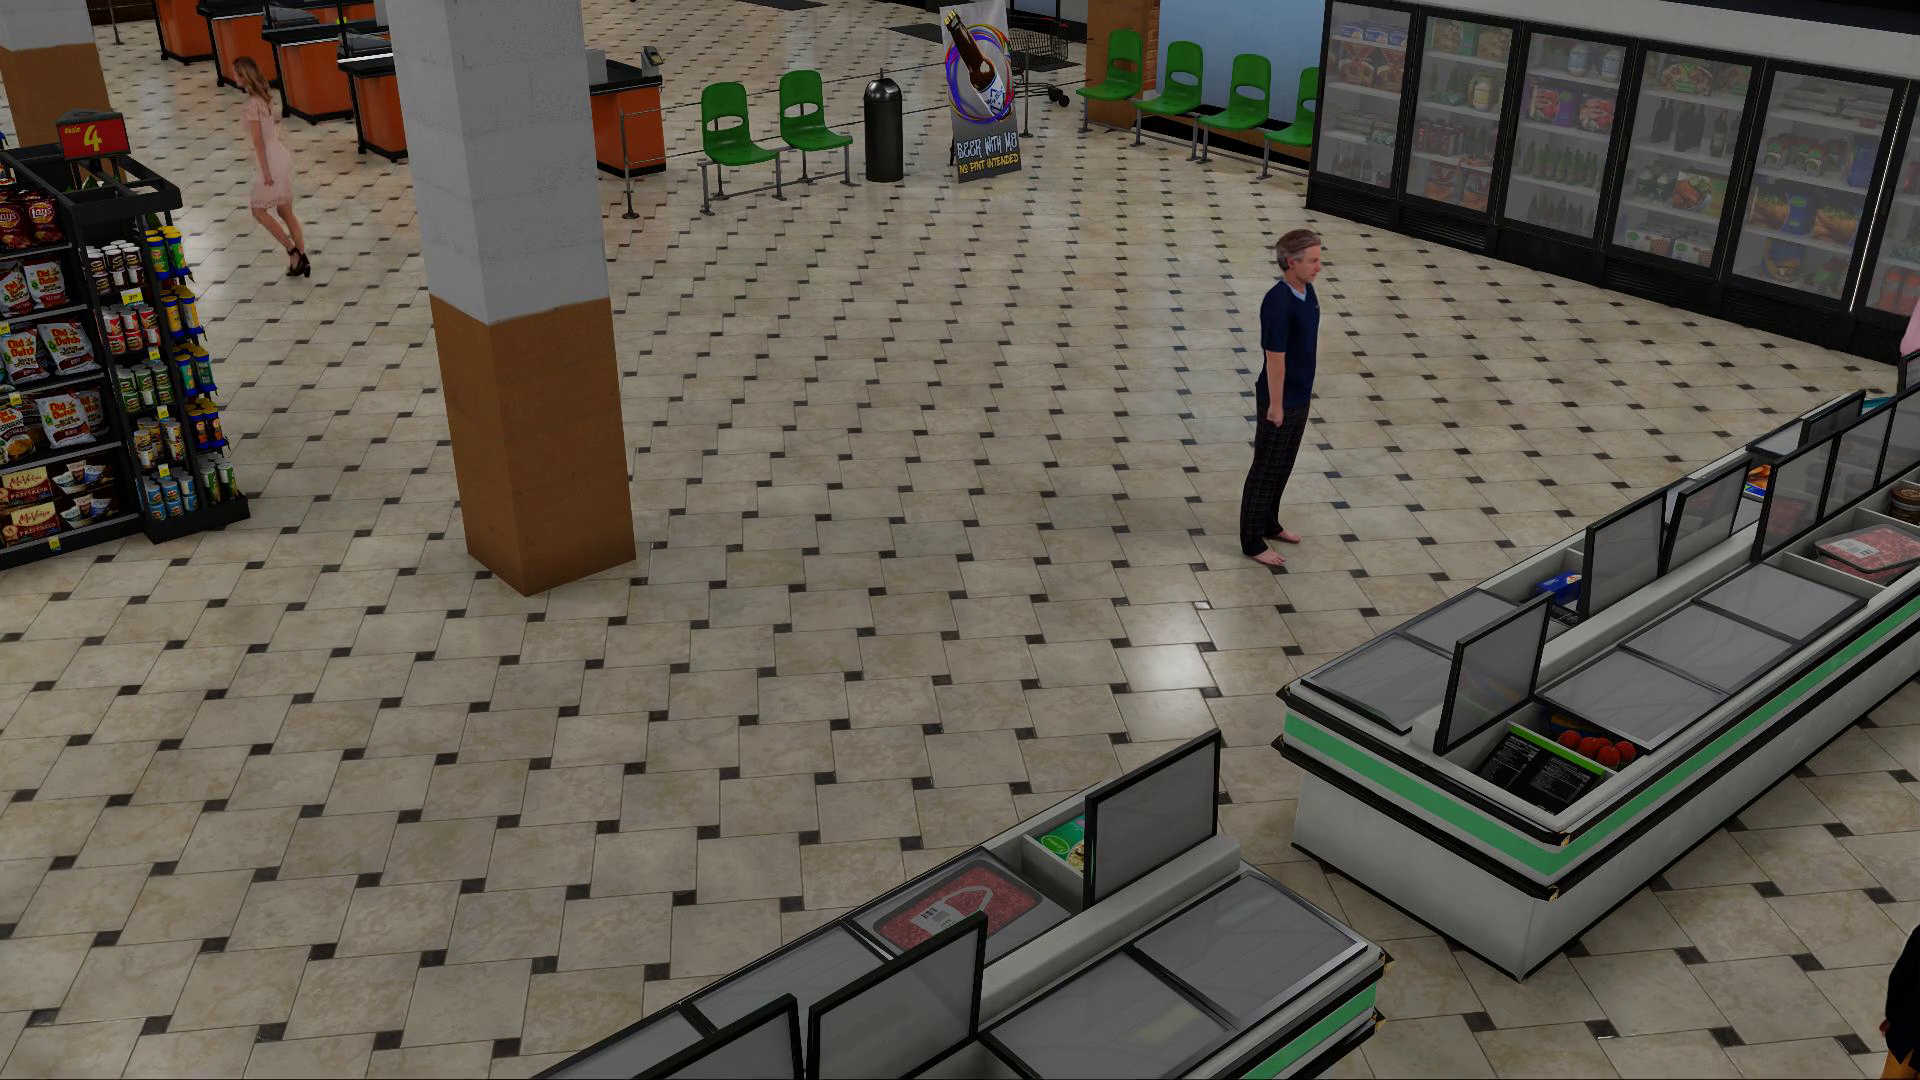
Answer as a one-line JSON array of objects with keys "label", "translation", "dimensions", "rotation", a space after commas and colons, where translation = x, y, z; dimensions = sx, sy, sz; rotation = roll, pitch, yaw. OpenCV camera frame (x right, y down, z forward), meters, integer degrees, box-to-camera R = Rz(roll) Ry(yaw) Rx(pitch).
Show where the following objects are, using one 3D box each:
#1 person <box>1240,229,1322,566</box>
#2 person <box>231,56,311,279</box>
[{"label": "person", "translation": [1.775, -0.798, 9.161], "dimensions": [0.784, 1.869, 0.610], "rotation": [15, 30, 27]}, {"label": "person", "translation": [-5.521, -3.016, 13.598], "dimensions": [0.775, 1.811, 0.712], "rotation": [4, 27, 9]}]
